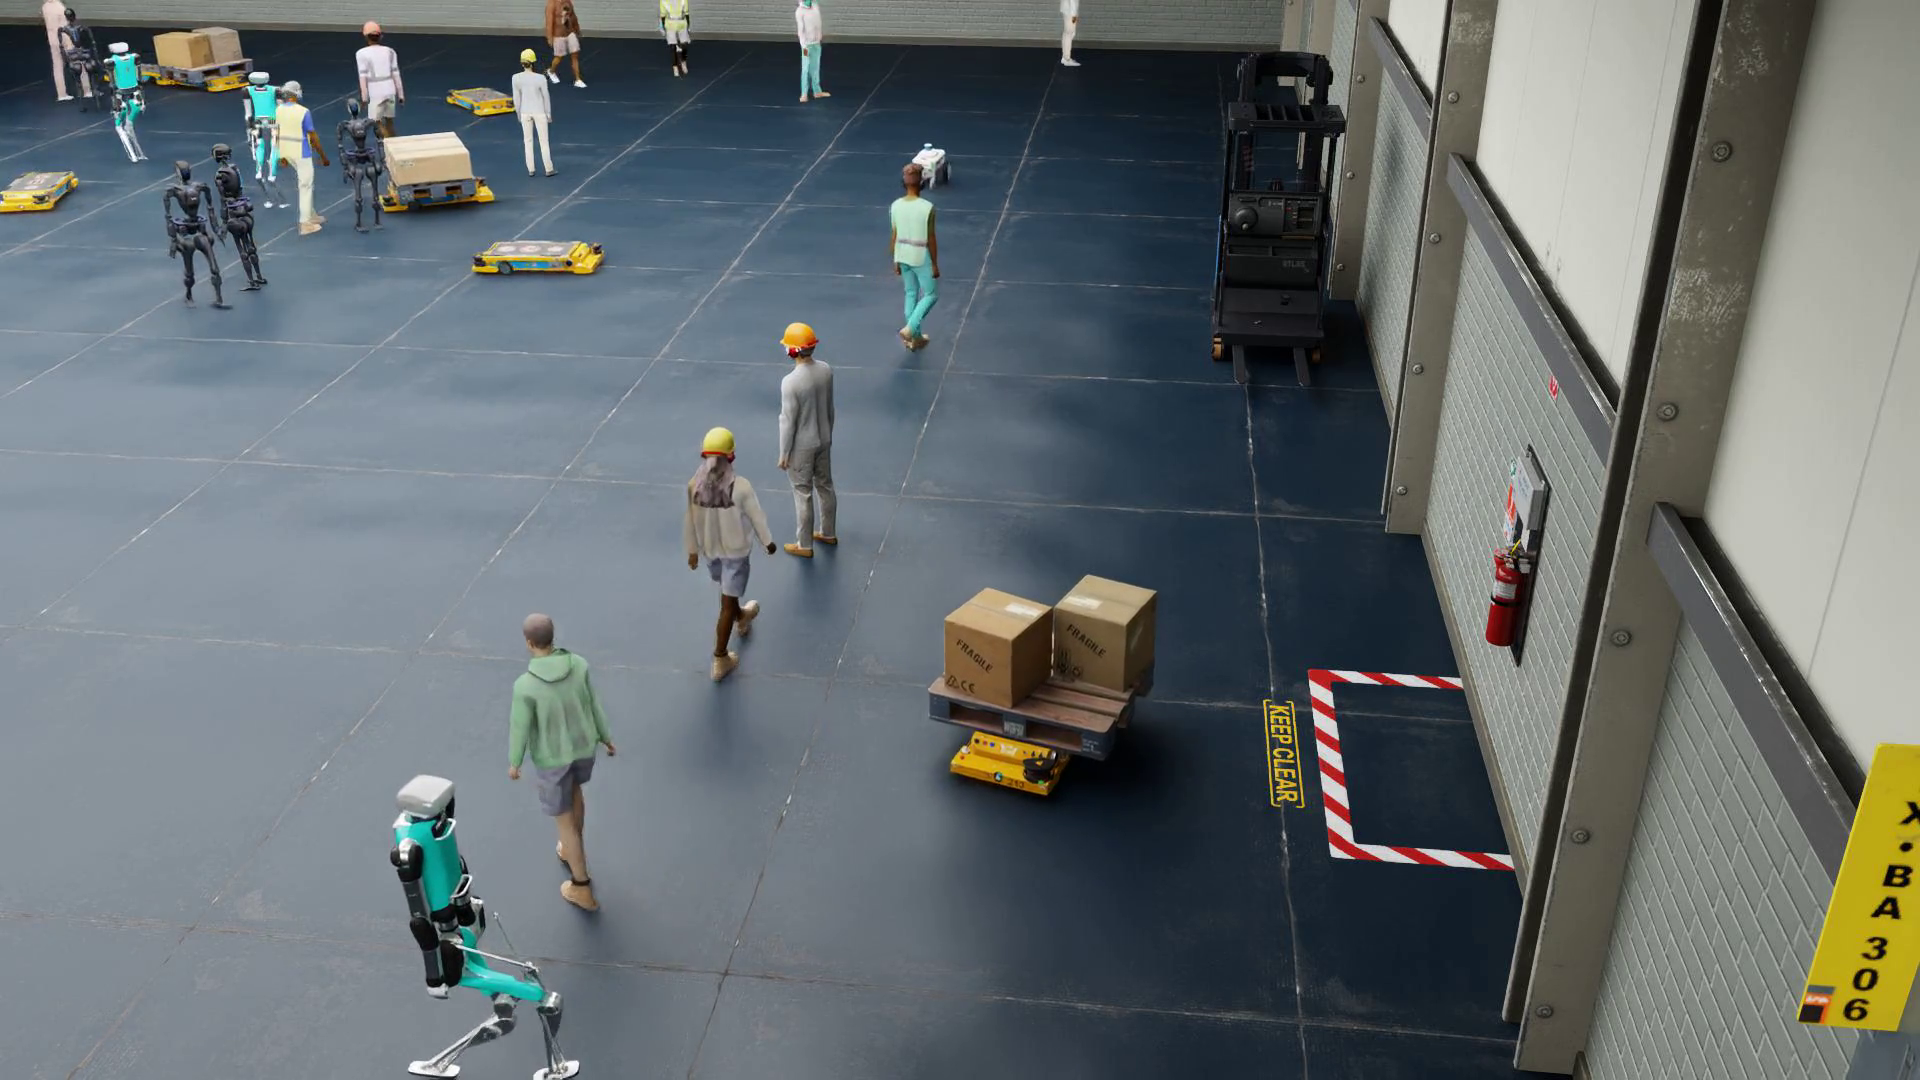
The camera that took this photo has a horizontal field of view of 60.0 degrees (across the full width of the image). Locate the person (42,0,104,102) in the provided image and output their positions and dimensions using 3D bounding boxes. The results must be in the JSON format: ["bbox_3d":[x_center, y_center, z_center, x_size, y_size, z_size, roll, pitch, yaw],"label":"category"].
[{"bbox_3d":[-15.065,-8.393,28.101,0.680,1.863,0.805,16,31,28],"label":"person"}]

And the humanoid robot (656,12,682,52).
[{"bbox_3d":[-5.521,-10.157,31.627,0.735,1.677,0.533,-7,28,-14],"label":"humanoid robot"}]

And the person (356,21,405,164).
[{"bbox_3d":[-8.333,-6.441,24.062,0.704,2.011,0.637,22,34,36],"label":"person"}]

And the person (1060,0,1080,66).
[{"bbox_3d":[2.045,-9.786,30.883,0.392,1.874,0.502,-3,27,-5],"label":"person"}]

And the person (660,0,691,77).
[{"bbox_3d":[-5.106,-9.186,29.895,0.545,1.679,0.387,-7,27,-13],"label":"person"}]

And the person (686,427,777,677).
[{"bbox_3d":[-1.575,0.023,11.478,0.528,1.716,0.886,11,28,20],"label":"person"}]

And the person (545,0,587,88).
[{"bbox_3d":[-6.962,-8.861,29.093,0.736,1.828,0.800,20,33,35],"label":"person"}]

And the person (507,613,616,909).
[{"bbox_3d":[-2.209,1.179,9.181,0.575,1.704,0.721,-22,34,-36],"label":"person"}]

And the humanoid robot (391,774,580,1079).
[{"bbox_3d":[-2.169,1.891,7.777,1.043,1.761,0.549,1,27,2],"label":"humanoid robot"}]

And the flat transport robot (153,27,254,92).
[{"bbox_3d":[-13.282,-8.112,29.332,1.431,0.231,0.659,16,31,28],"label":"flat transport robot"}]

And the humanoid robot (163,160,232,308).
[{"bbox_3d":[-8.437,-3.360,18.308,0.625,1.659,0.608,20,33,34],"label":"humanoid robot"}]

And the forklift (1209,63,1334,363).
[{"bbox_3d":[3.241,-3.477,17.183,1.129,2.768,1.873,3,27,6],"label":"forklift"}]

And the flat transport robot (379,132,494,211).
[{"bbox_3d":[-7.084,-4.664,22.449,1.431,0.231,0.659,-12,29,-22],"label":"flat transport robot"}]

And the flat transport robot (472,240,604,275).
[{"bbox_3d":[-5.036,-3.373,19.873,1.431,0.231,0.659,1,27,2],"label":"flat transport robot"}]

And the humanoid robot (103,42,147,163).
[{"bbox_3d":[-12.184,-6.334,24.165,0.810,1.790,0.577,15,30,28],"label":"humanoid robot"}]

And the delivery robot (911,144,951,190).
[{"bbox_3d":[-0.441,-5.238,23.262,0.499,0.583,0.767,6,27,12],"label":"delivery robot"}]

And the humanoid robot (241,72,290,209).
[{"bbox_3d":[-9.138,-5.225,21.897,0.550,1.740,0.741,-4,27,-7],"label":"humanoid robot"}]

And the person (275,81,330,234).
[{"bbox_3d":[-8.267,-4.840,21.012,0.541,1.870,0.667,13,29,24],"label":"person"}]

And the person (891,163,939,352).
[{"bbox_3d":[-0.468,-2.844,16.926,0.511,1.965,0.589,14,30,26],"label":"person"}]

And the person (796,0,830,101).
[{"bbox_3d":[-2.477,-8.394,28.115,0.342,1.884,0.679,23,35,38],"label":"person"}]

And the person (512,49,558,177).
[{"bbox_3d":[-6.019,-6.021,23.486,0.525,1.768,0.327,3,27,6],"label":"person"}]

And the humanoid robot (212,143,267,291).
[{"bbox_3d":[-8.219,-3.672,18.882,0.315,1.657,0.599,1,27,1],"label":"humanoid robot"}]

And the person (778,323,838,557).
[{"bbox_3d":[-1.190,-0.774,12.884,0.378,1.890,0.564,20,33,34],"label":"person"}]

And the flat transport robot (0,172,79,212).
[{"bbox_3d":[-12.539,-4.742,22.605,0.659,0.231,1.431,-5,27,-9],"label":"flat transport robot"}]

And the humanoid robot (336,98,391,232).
[{"bbox_3d":[-7.535,-4.742,21.038,0.586,1.654,0.361,-15,30,-27],"label":"humanoid robot"}]

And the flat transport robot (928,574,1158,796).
[{"bbox_3d":[0.522,1.151,10.841,0.659,0.231,1.431,11,29,21],"label":"flat transport robot"}]

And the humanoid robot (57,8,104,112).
[{"bbox_3d":[-14.423,-7.880,27.290,0.602,1.649,0.372,-10,28,-20],"label":"humanoid robot"}]

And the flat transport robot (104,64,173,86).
[{"bbox_3d":[-14.514,-8.335,29.779,1.431,0.231,0.659,8,28,15],"label":"flat transport robot"}]

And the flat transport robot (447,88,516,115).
[{"bbox_3d":[-7.973,-7.320,27.751,0.659,0.231,1.431,-19,32,-33],"label":"flat transport robot"}]
